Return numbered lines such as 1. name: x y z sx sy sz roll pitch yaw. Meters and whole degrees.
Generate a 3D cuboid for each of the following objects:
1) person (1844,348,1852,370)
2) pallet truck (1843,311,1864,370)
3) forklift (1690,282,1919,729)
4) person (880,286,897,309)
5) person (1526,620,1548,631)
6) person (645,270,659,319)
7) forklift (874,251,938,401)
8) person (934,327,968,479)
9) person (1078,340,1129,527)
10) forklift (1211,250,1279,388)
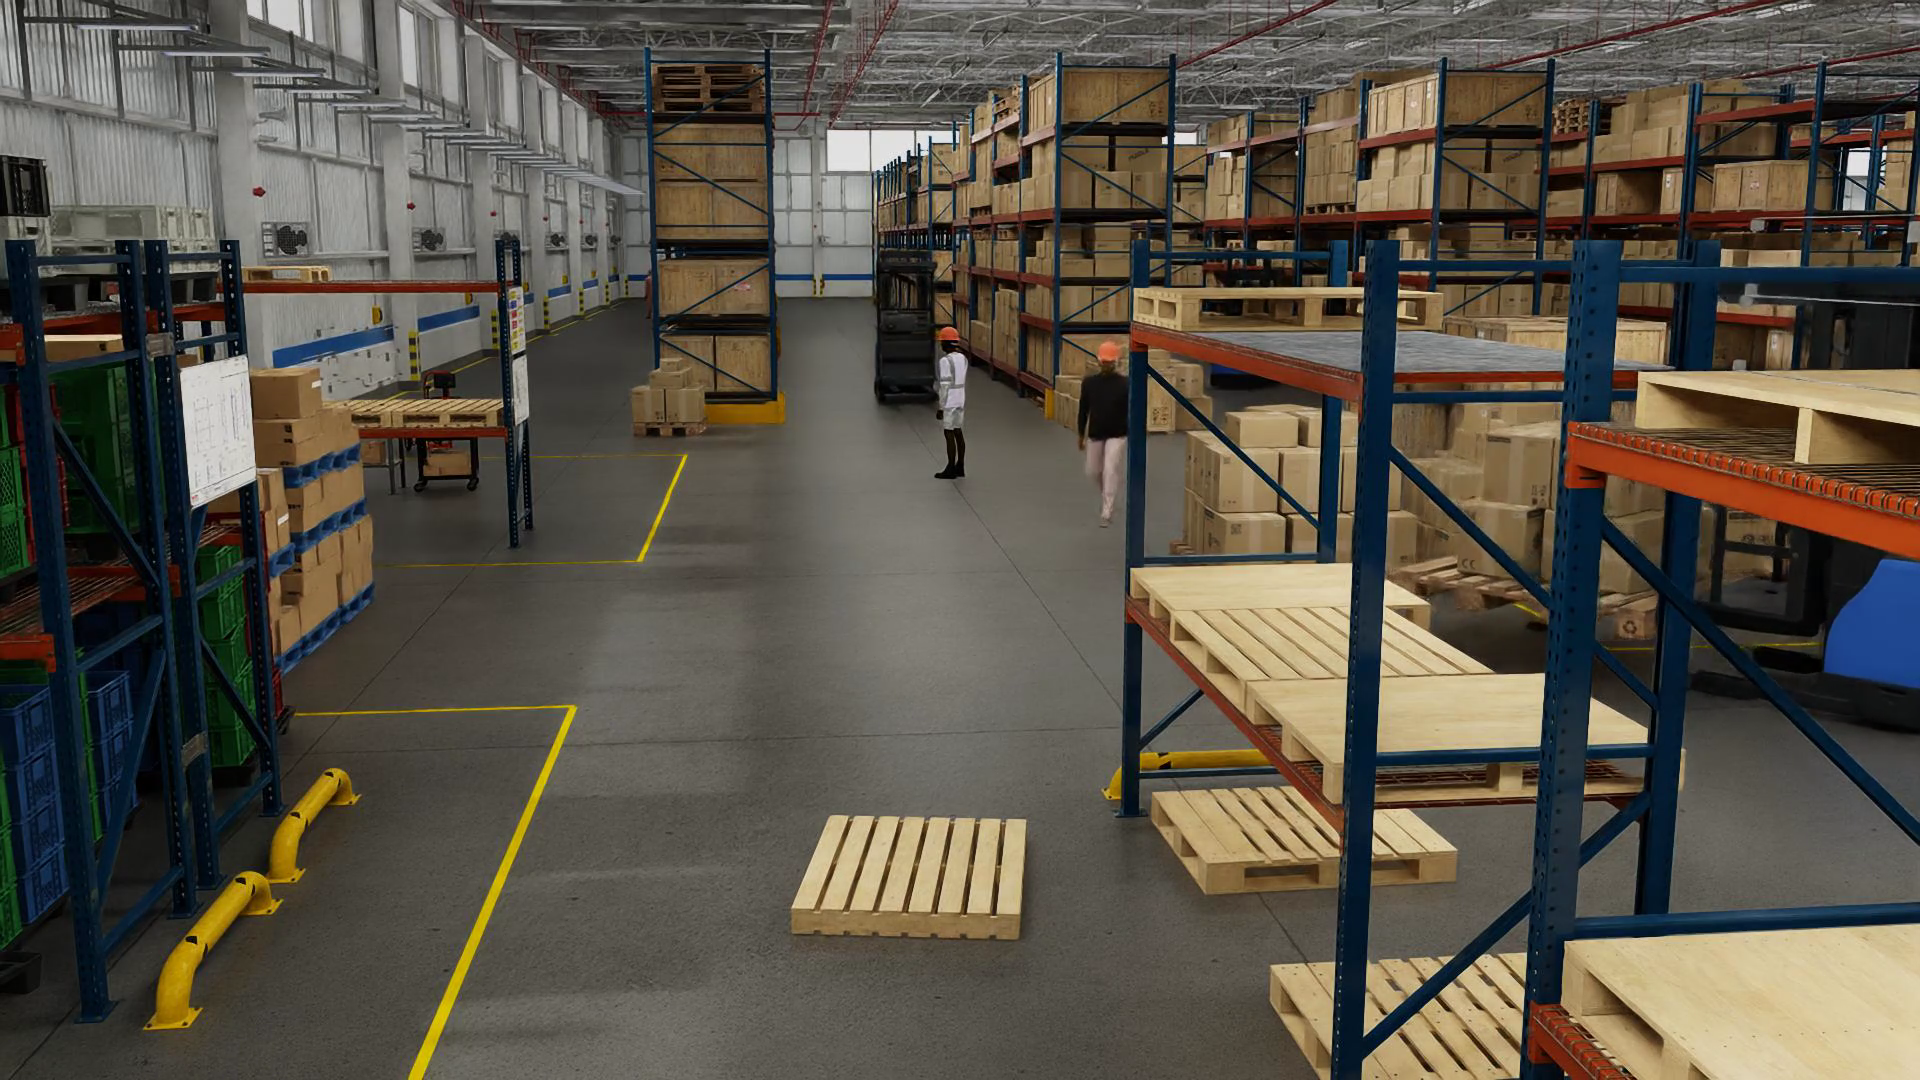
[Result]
1. person: 10.415 -1.349 19.430 0.957 1.796 0.637 -5 11 -26
2. pallet truck: 15.846 -3.142 28.793 1.885 1.965 0.823 2 10 12
3. forklift: 5.923 -0.295 10.567 1.129 2.768 1.873 -9 14 -42
4. person: -2.352 -7.674 54.417 0.574 1.814 0.841 5 11 24
5. person: 4.871 -0.198 12.727 0.847 1.913 0.637 2 10 13
6. person: -11.958 -9.526 64.466 0.401 1.894 0.653 9 13 40
7. forklift: -1.069 -4.130 31.820 1.129 2.768 1.873 -1 10 -6
8. person: -0.127 -1.745 21.214 0.358 1.938 0.542 6 12 30
9. person: 1.579 -1.147 17.777 0.628 1.981 0.647 4 11 20
10. forklift: 5.940 -4.607 34.459 1.129 2.768 1.873 4 11 21
